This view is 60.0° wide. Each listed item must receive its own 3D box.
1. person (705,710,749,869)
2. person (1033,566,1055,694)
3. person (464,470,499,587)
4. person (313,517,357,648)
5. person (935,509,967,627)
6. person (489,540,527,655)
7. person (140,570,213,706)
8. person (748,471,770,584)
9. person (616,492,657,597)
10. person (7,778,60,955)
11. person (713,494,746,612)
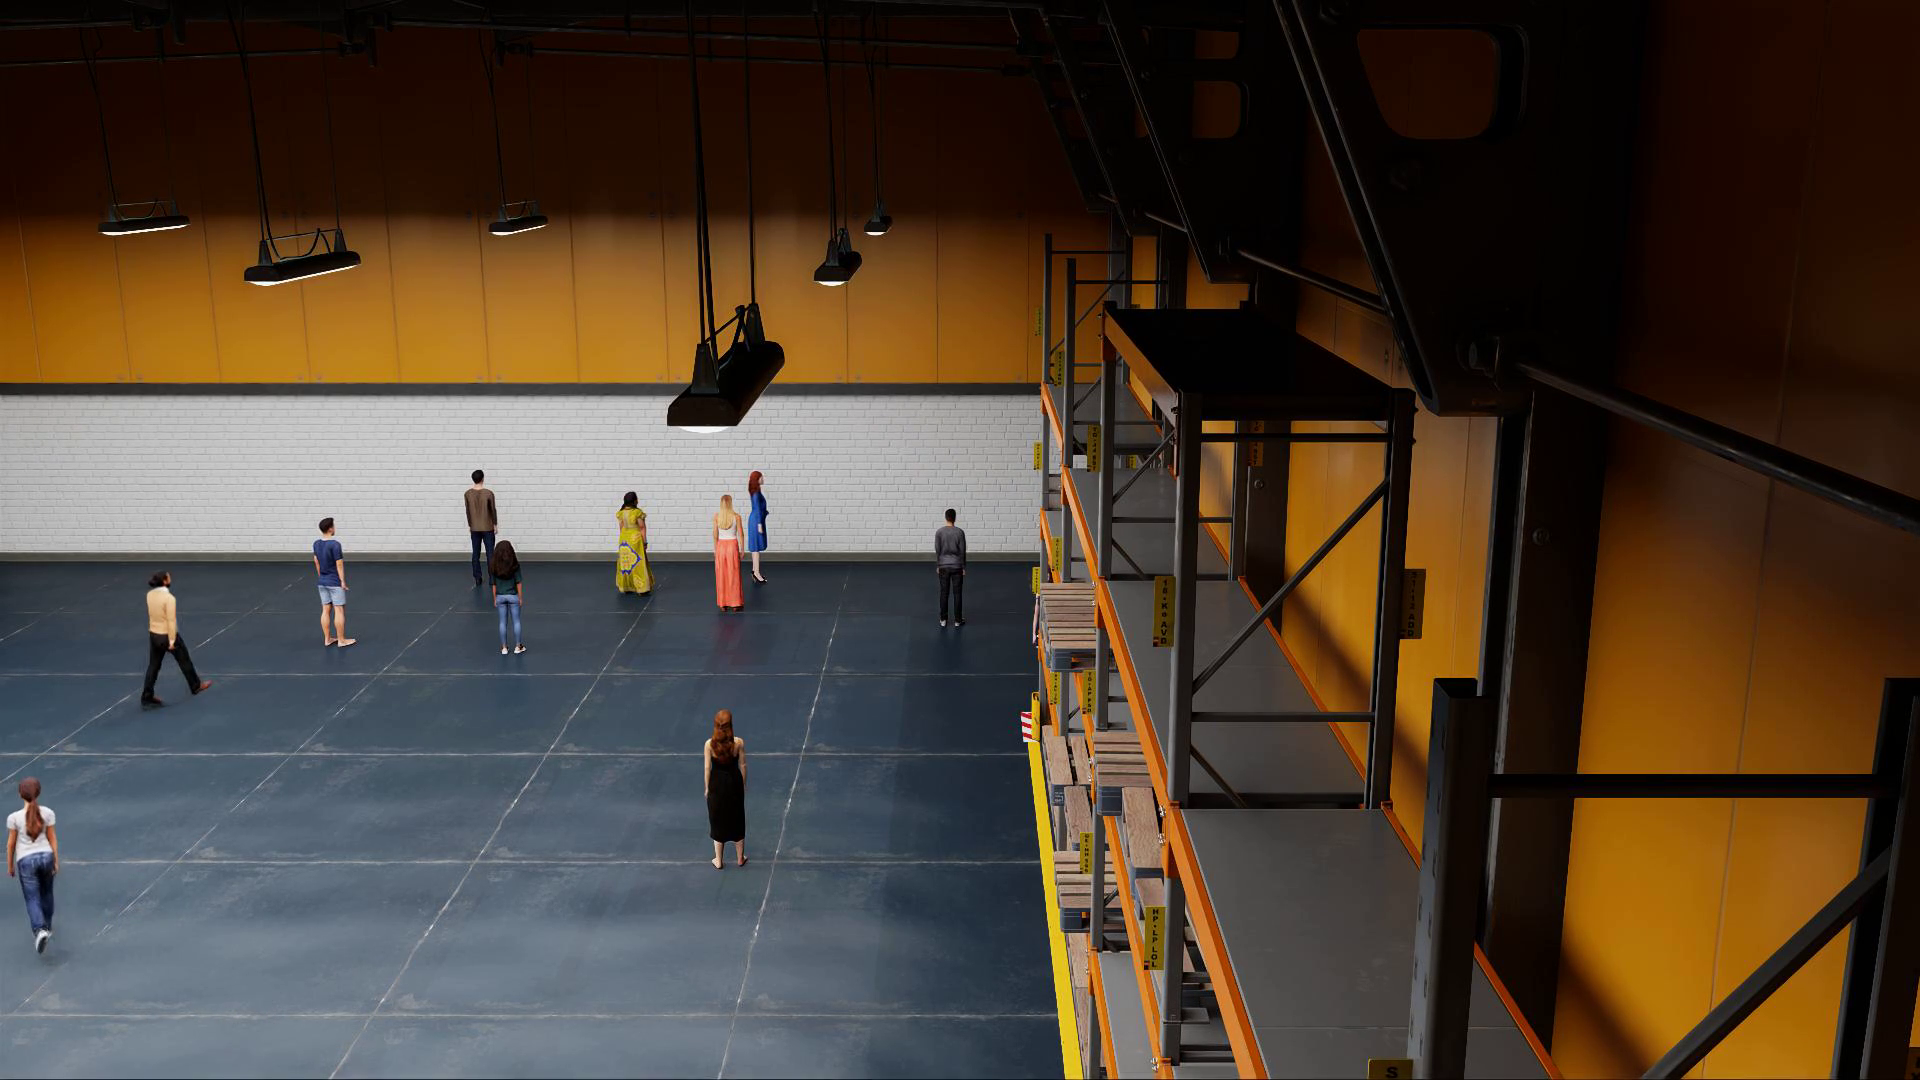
[{"bbox_3d":[-2.314,2.449,16.416,0.635,1.625,0.646,-4,14,-14],"label":"person"},{"bbox_3d":[1.168,1.176,21.435,0.668,1.738,0.695,9,16,33],"label":"person"},{"bbox_3d":[-7.713,-0.208,26.831,0.644,1.888,0.551,0,14,1],"label":"person"},{"bbox_3d":[-8.929,0.593,23.610,0.692,1.848,0.684,6,15,22],"label":"person"},{"bbox_3d":[-0.132,0.398,24.597,0.641,1.761,0.573,2,14,7],"label":"person"},{"bbox_3d":[-6.330,0.793,23.272,0.591,1.617,0.582,0,14,-2],"label":"person"},{"bbox_3d":[-10.157,1.274,21.095,0.950,1.708,1.252,6,15,22],"label":"person"},{"bbox_3d":[-3.296,-0.222,27.017,0.711,1.829,0.566,-3,14,-10],"label":"person"},{"bbox_3d":[-5.168,0.043,26.280,0.968,1.659,0.942,5,15,21],"label":"person"},{"bbox_3d":[-8.198,2.894,14.764,0.920,1.538,1.079,-10,17,-37],"label":"person"},{"bbox_3d":[-3.546,0.187,25.386,0.655,1.801,0.611,2,14,7],"label":"person"}]
